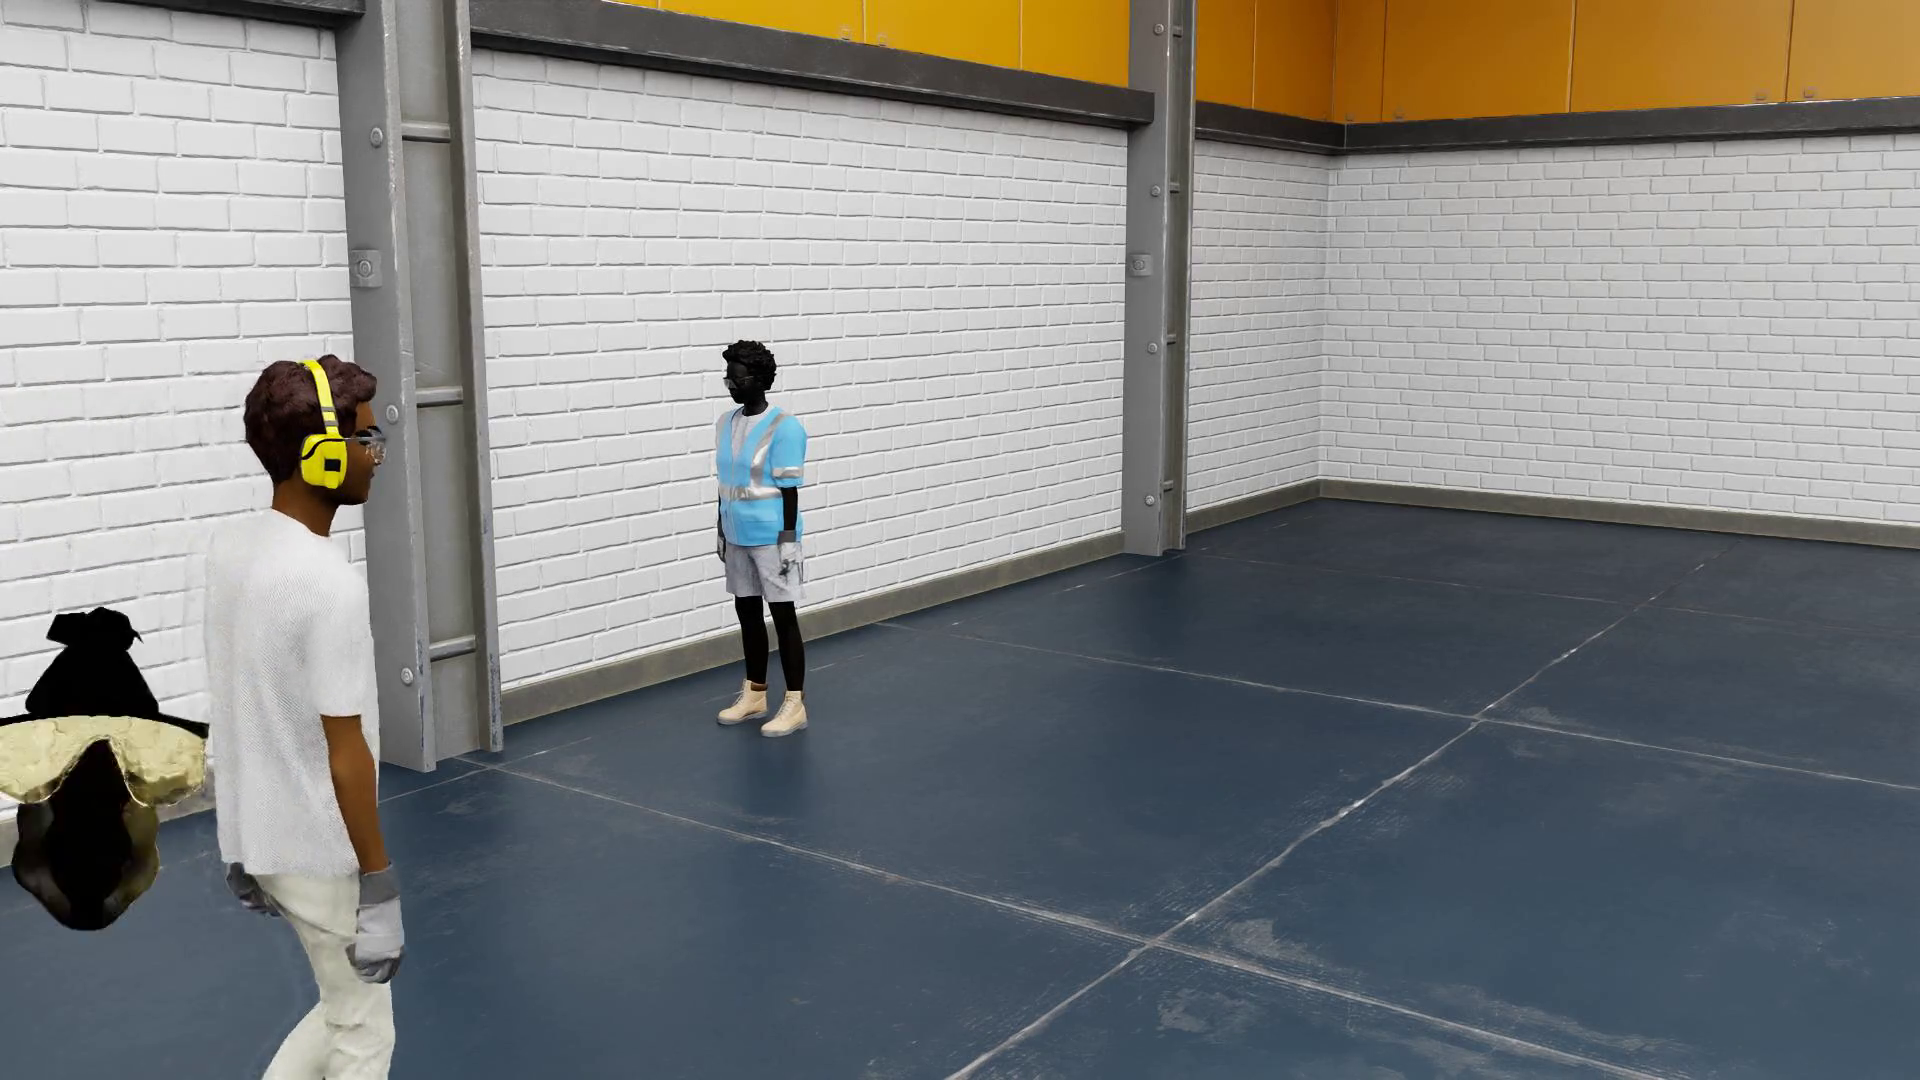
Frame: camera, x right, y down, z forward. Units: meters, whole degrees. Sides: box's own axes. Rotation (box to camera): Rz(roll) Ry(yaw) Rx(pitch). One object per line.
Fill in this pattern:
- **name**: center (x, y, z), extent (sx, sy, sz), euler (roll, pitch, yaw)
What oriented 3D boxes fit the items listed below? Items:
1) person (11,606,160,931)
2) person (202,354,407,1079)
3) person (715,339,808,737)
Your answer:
- **person**: center (-0.525, 0.906, 1.069), extent (0.658, 1.890, 0.963), euler (0, 10, 2)
- **person**: center (-1.214, 0.586, 3.102), extent (0.552, 1.853, 0.440), euler (9, 13, 43)
- **person**: center (-0.867, -0.010, 7.142), extent (0.532, 1.694, 0.319), euler (8, 13, 41)
